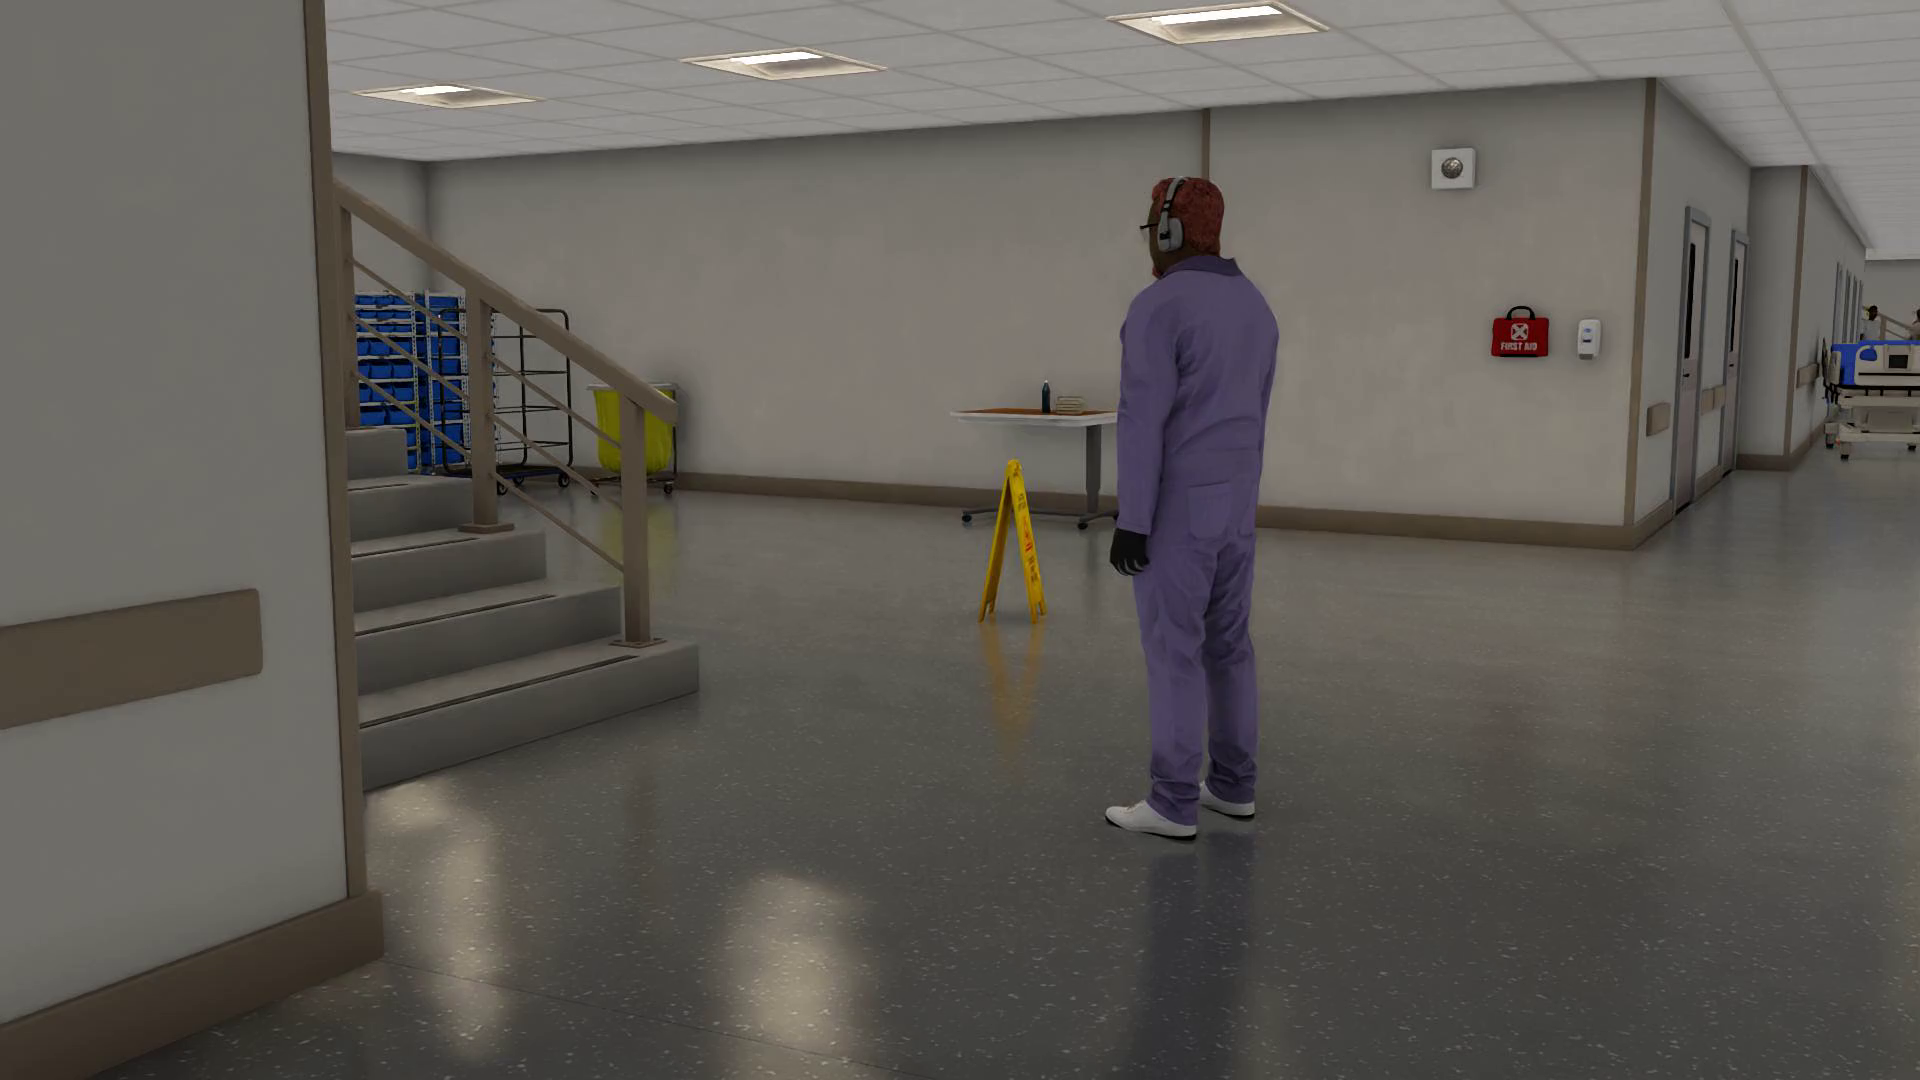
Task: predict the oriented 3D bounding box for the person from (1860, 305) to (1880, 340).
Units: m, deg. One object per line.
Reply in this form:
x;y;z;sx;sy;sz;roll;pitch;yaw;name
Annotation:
19.239;-4.024;35.173;0.532;1.869;0.311;-2;8;-18;person

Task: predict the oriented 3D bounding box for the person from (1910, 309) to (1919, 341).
21.574;-4.277;37.273;0.643;1.822;0.535;4;9;30;person

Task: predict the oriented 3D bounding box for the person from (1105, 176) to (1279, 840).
0.656;-0.094;4.851;0.398;1.900;0.634;6;10;40;person
